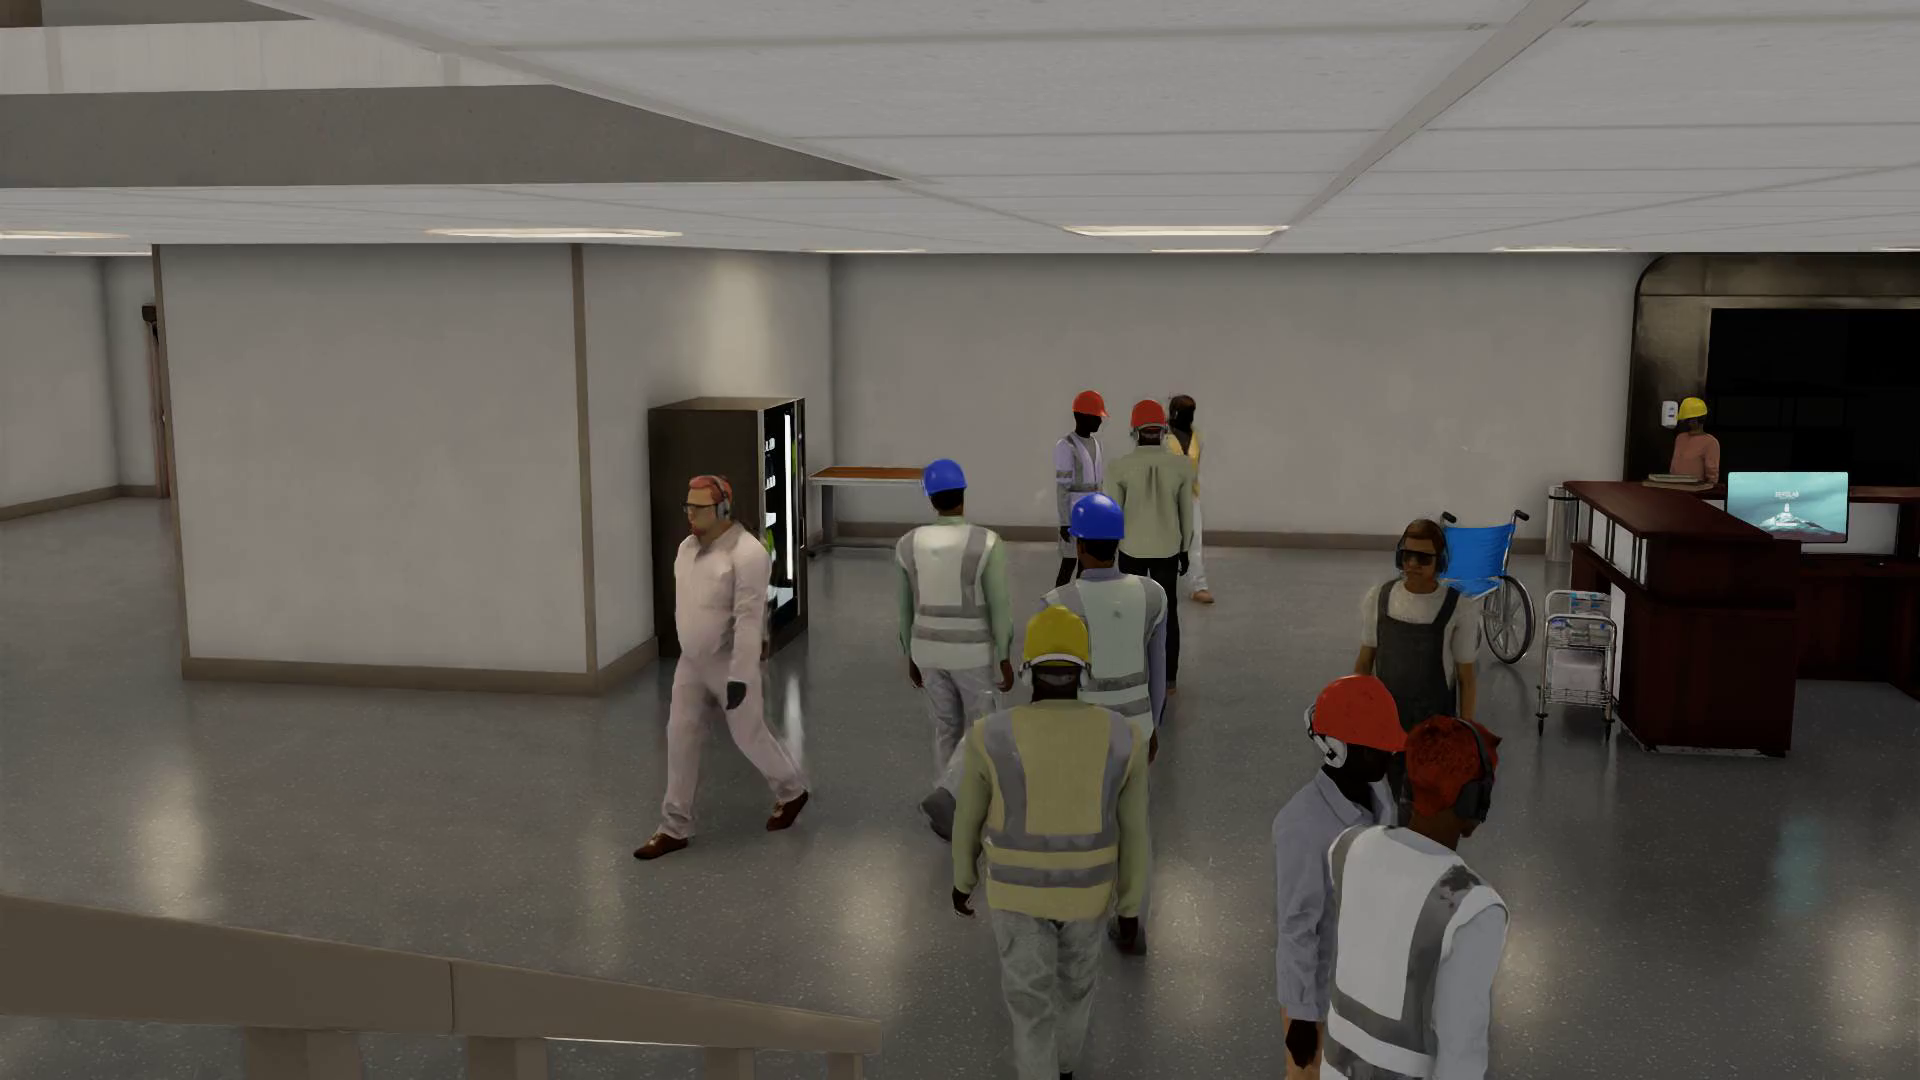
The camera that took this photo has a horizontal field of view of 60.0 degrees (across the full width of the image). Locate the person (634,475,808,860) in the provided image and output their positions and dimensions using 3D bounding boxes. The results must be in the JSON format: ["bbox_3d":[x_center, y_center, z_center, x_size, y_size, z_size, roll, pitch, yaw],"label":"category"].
[{"bbox_3d":[-1.162,0.594,8.221,0.643,1.870,0.944,7,12,38],"label":"person"}]

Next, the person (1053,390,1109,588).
[{"bbox_3d":[0.958,-0.195,12.899,0.390,1.929,0.545,8,12,39],"label":"person"}]

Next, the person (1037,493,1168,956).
[{"bbox_3d":[0.568,0.779,6.819,0.603,1.949,0.389,-4,10,-25],"label":"person"}]

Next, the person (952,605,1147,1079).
[{"bbox_3d":[0.267,1.090,5.404,0.596,1.788,0.897,-2,9,-10],"label":"person"}]

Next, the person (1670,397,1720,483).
[{"bbox_3d":[6.328,-0.359,14.434,0.328,1.760,0.524,-3,10,-17],"label":"person"}]

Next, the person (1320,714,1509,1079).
[{"bbox_3d":[1.052,1.312,3.939,1.015,1.832,0.598,-5,10,-28],"label":"person"}]

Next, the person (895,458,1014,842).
[{"bbox_3d":[-0.052,0.567,8.208,0.636,1.921,0.588,5,10,28],"label":"person"}]

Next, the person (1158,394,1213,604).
[{"bbox_3d":[1.836,-0.372,14.441,0.618,1.798,0.981,-4,10,-24],"label":"person"}]

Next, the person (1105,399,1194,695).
[{"bbox_3d":[1.256,0.058,11.119,0.612,1.997,0.376,-1,9,-8],"label":"person"}]

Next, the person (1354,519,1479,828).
[{"bbox_3d":[1.990,0.787,7.247,0.504,1.807,0.972,7,12,38],"label":"person"}]

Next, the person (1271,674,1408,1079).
[{"bbox_3d":[1.073,1.227,4.659,0.342,1.749,0.573,6,11,35],"label":"person"}]
